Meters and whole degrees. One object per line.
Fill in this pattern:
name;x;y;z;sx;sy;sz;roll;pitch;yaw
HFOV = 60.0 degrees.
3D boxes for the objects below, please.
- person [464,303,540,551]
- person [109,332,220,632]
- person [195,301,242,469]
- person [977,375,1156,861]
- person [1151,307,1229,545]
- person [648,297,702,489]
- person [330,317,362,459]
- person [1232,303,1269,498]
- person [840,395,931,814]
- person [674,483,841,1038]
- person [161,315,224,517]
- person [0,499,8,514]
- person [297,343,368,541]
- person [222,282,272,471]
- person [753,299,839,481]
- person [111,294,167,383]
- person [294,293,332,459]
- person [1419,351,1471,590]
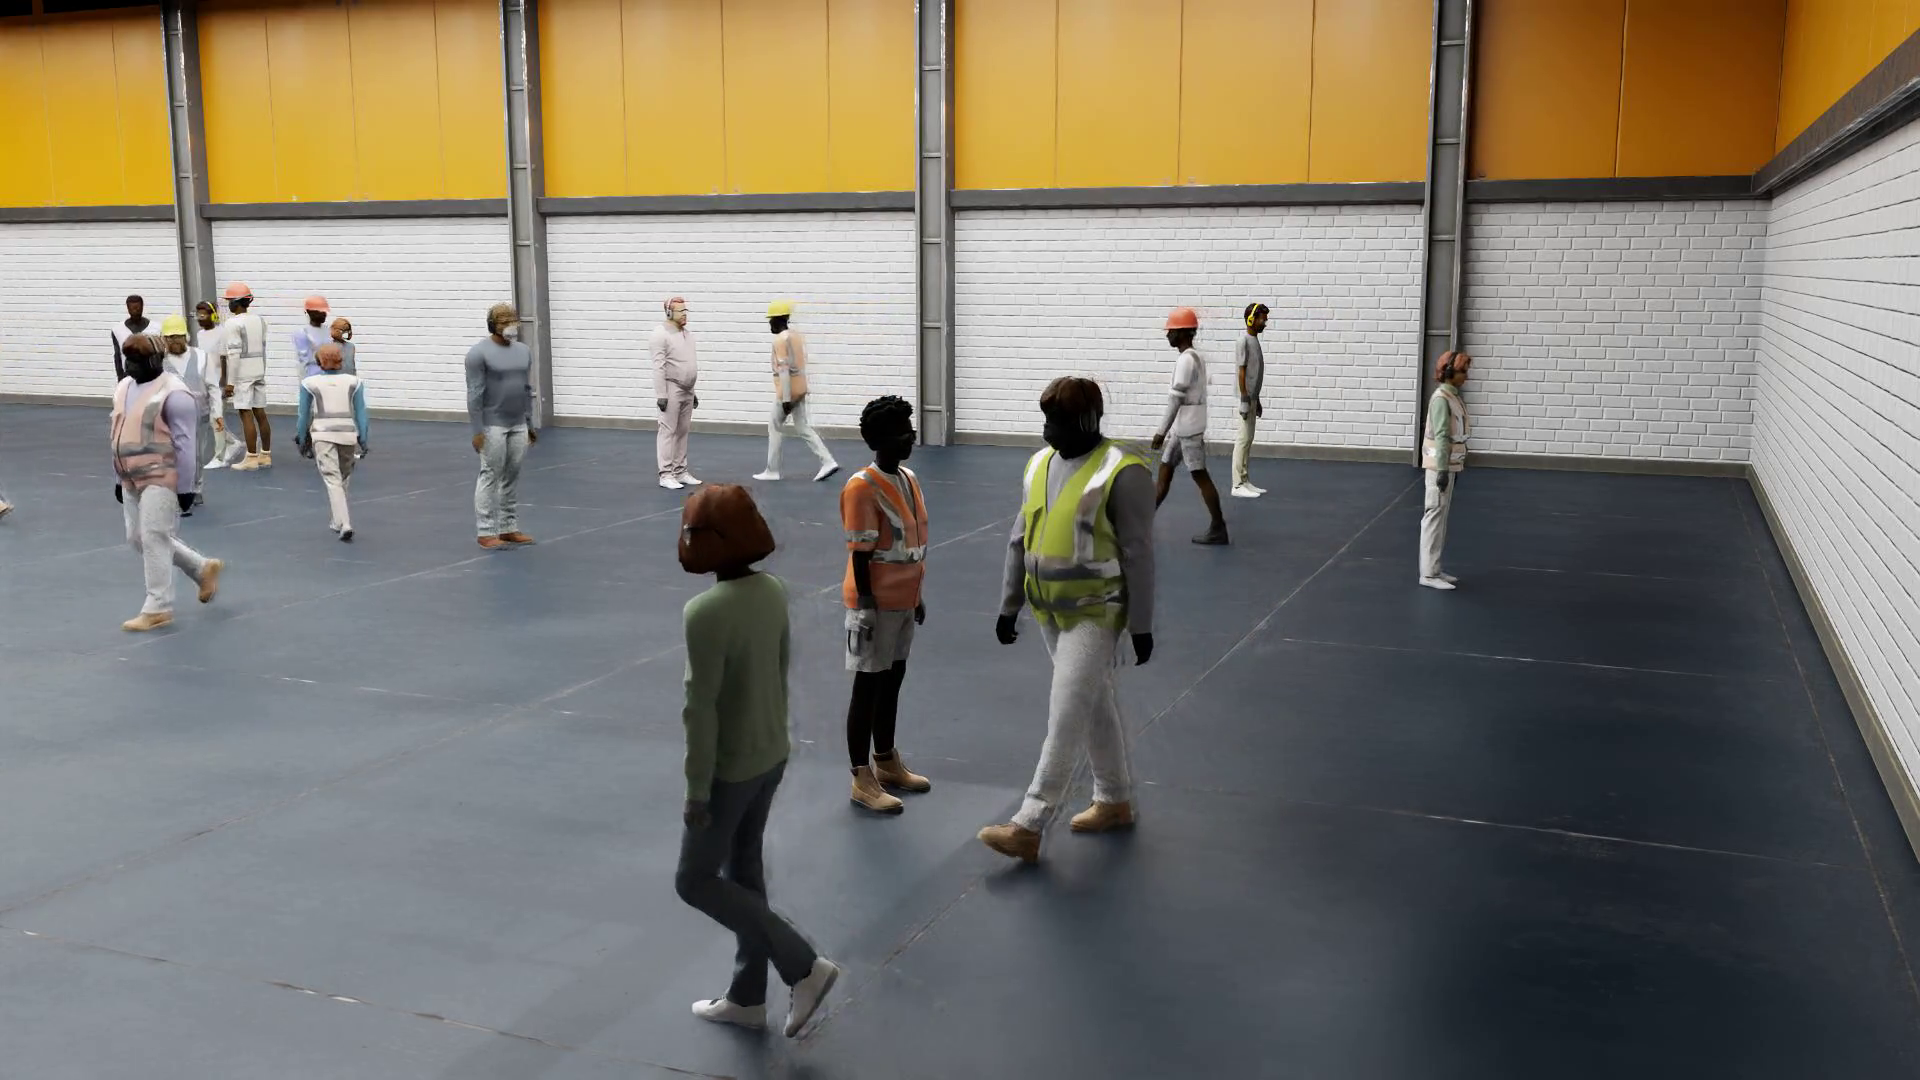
person;-3.603;-0.883;13.072;0.407;1.926;0.657;6;11;31
person;-4.937;-0.379;10.301;0.636;1.822;0.698;6;11;32
person;-8.181;-1.708;18.314;0.521;1.849;0.480;5;11;30
person;0.352;0.290;6.294;0.910;1.799;0.661;-6;11;-34
person;1.720;-0.904;13.285;0.985;1.883;0.549;2;10;11
person;-2.828;-1.475;16.681;0.406;1.911;0.639;4;10;23
person;-7.054;-1.719;18.990;0.281;1.633;0.499;4;10;23
person;2.808;-1.349;16.052;0.327;1.865;0.521;4;10;23
person;-0.300;0.253;6.848;0.320;1.698;0.531;4;10;23
person;-0.585;0.646;4.697;0.445;1.616;0.517;4;10;21
person;-6.998;-1.134;15.015;0.601;1.788;0.944;-6;11;-32
person;-8.645;-0.984;14.075;0.946;1.805;0.643;-3;10;-17
person;-5.104;-0.803;13.567;0.520;1.597;0.858;-6;11;-33
person;-7.761;-1.769;18.051;0.381;2.045;0.605;2;10;13
person;-1.679;-1.531;17.133;0.897;1.887;0.601;3;10;18
person;-9.744;-1.986;19.842;0.601;1.895;0.818;-3;10;-19
person;-7.134;-1.761;18.375;0.622;1.918;0.553;3;10;17
person;3.347;-0.479;11.490;0.317;1.633;0.526;4;10;22
